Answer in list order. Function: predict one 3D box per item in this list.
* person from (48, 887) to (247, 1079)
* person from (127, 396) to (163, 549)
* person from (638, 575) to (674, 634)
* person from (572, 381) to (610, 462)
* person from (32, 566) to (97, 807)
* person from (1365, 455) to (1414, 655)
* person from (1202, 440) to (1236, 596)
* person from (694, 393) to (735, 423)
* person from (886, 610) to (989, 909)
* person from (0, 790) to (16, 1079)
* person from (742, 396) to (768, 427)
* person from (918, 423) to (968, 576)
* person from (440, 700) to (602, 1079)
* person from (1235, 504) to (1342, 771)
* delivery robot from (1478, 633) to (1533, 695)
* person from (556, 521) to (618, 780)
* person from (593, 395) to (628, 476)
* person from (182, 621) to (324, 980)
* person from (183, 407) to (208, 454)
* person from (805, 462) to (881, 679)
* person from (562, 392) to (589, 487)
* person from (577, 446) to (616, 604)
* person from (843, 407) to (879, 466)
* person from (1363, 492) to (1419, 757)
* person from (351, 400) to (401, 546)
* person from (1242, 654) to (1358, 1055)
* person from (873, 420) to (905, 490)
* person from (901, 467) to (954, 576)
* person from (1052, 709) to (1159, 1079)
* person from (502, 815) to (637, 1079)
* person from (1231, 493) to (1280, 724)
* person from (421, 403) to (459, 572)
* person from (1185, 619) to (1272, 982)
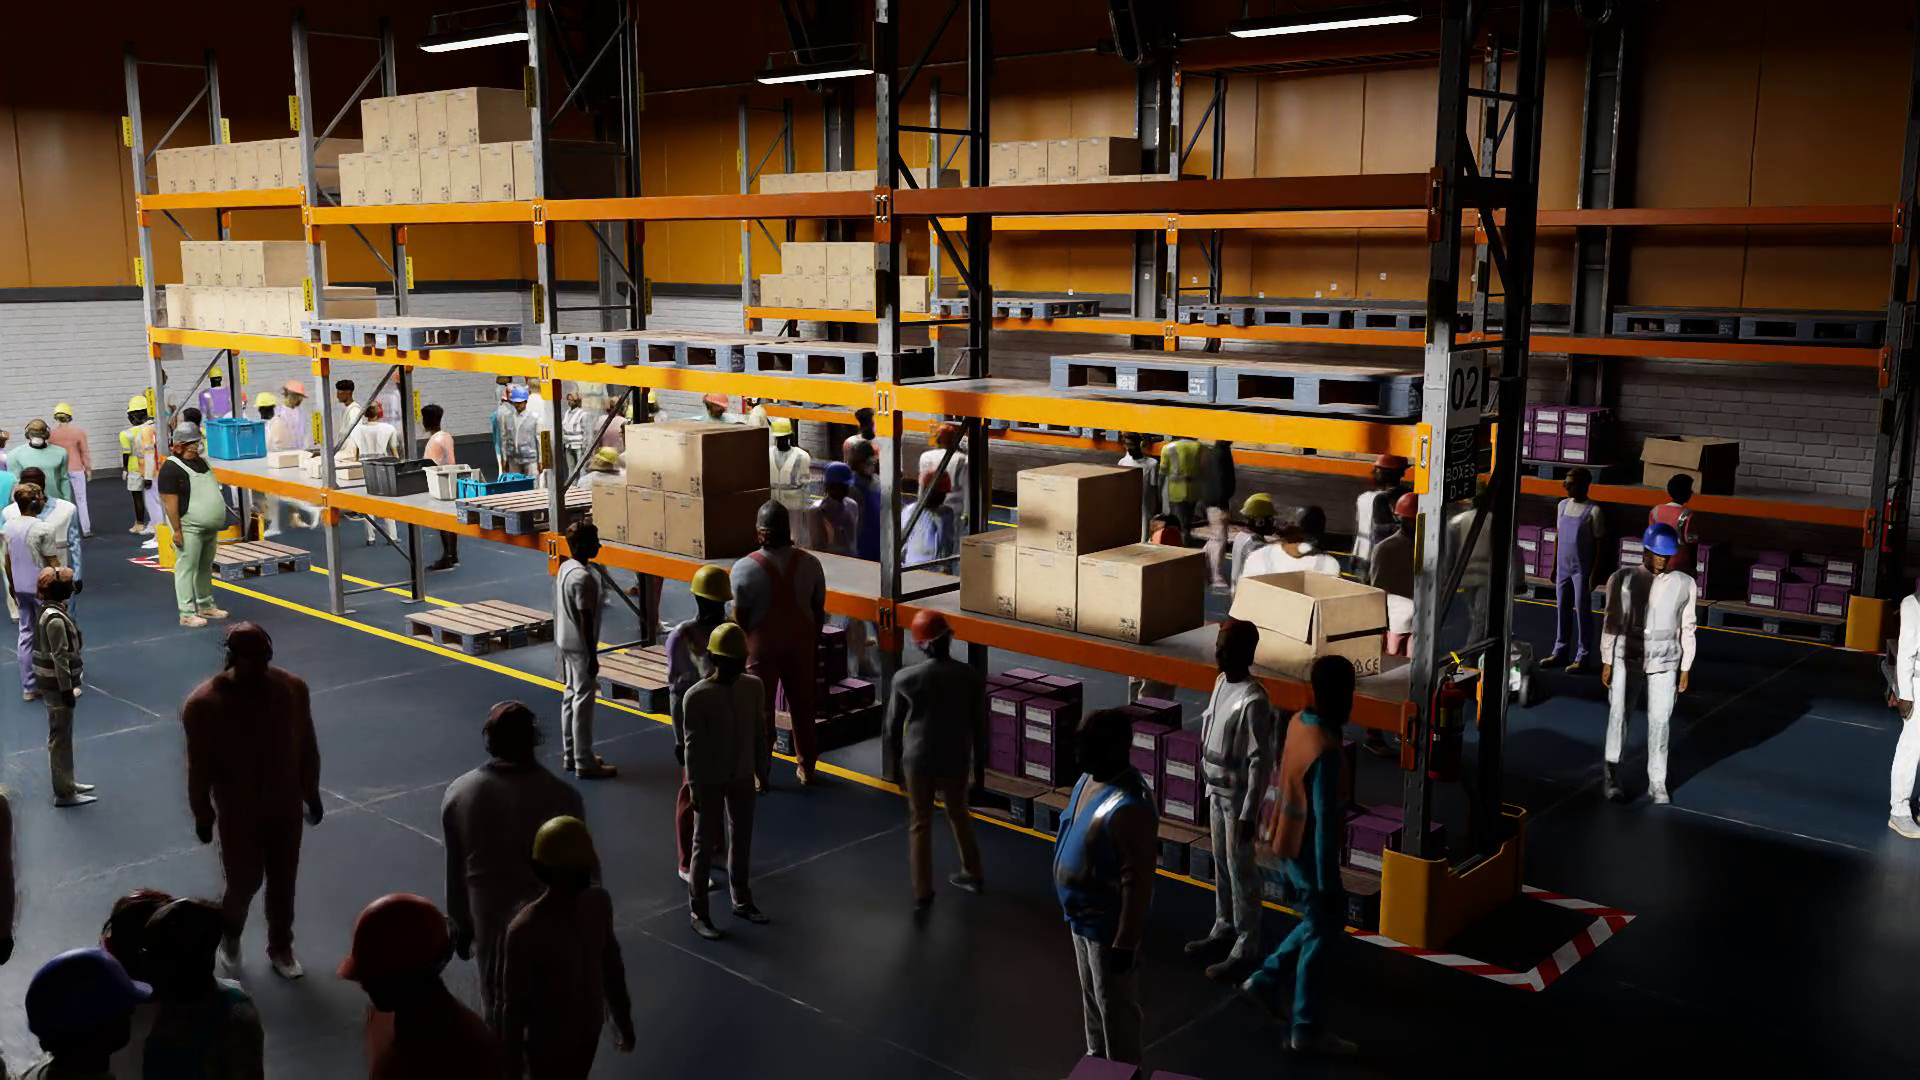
[{"bbox_3d":[-2.524,1.963,5.302,0.583,1.790,0.941,-5,11,-26],"label":"person"},{"bbox_3d":[-10.187,-0.853,20.891,0.399,1.912,0.591,-4,11,-22],"label":"person"},{"bbox_3d":[-3.001,-0.022,16.211,0.408,1.907,0.598,-6,12,-29],"label":"person"},{"bbox_3d":[-6.385,-2.249,28.906,0.609,1.859,1.017,-7,12,-34],"label":"person"},{"bbox_3d":[-6.098,0.987,11.275,0.313,1.634,0.514,-6,12,-32],"label":"person"},{"bbox_3d":[3.744,0.197,14.556,0.361,2.047,0.614,9,14,43],"label":"person"},{"bbox_3d":[2.778,-0.391,18.153,0.586,1.968,0.746,3,10,15],"label":"person"},{"bbox_3d":[-3.090,-0.915,20.954,0.638,2.010,0.491,-8,13,-39],"label":"person"},{"bbox_3d":[-0.146,1.237,9.603,0.565,1.715,0.462,-4,11,-23],"label":"person"},{"bbox_3d":[-4.324,1.633,7.072,0.664,1.831,0.432,3,11,18],"label":"person"},{"bbox_3d":[-2.987,-1.373,24.297,0.357,1.743,0.571,0,10,1],"label":"person"},{"bbox_3d":[-0.163,-0.334,18.060,0.596,1.871,0.597,1,10,5],"label":"person"},{"bbox_3d":[-1.809,1.616,7.014,0.738,1.888,0.410,3,10,15],"label":"person"},{"bbox_3d":[2.310,0.705,11.705,0.727,2.000,0.545,2,10,9],"label":"person"},{"bbox_3d":[4.566,1.010,13.915,0.477,0.478,0.707,5,11,27],"label":"delivery robot"},{"bbox_3d":[-2.690,0.777,11.852,0.344,1.845,0.506,-5,11,-28],"label":"person"},{"bbox_3d":[-4.245,-0.834,20.705,0.627,1.936,0.375,4,11,22],"label":"person"},{"bbox_3d":[-3.602,1.340,8.555,0.428,1.894,0.645,10,14,44],"label":"person"},{"bbox_3d":[-9.937,-0.897,21.741,0.346,1.695,0.545,-1,10,-7],"label":"person"},{"bbox_3d":[-0.995,0.291,14.366,0.834,1.919,0.629,10,14,44],"label":"person"},{"bbox_3d":[-5.676,-1.368,24.550,0.514,1.645,0.307,7,12,34],"label":"person"},{"bbox_3d":[-3.763,-0.126,17.355,0.515,1.704,0.405,-5,11,-28],"label":"person"},{"bbox_3d":[-1.046,-0.606,19.430,0.627,1.933,0.662,-1,10,-6],"label":"person"},{"bbox_3d":[3.301,0.620,12.354,0.615,1.984,0.408,-6,11,-29],"label":"person"},{"bbox_3d":[-7.357,-0.836,20.966,0.565,1.846,0.390,-1,10,-7],"label":"person"},{"bbox_3d":[1.659,1.471,7.791,0.461,1.894,0.632,0,10,2],"label":"person"},{"bbox_3d":[-0.917,-0.915,21.210,0.387,1.924,0.548,9,13,41],"label":"person"},{"bbox_3d":[-0.379,0.243,14.863,0.558,1.871,1.004,-10,14,-43],"label":"person"},{"bbox_3d":[0.609,1.615,7.122,0.429,1.841,0.636,-2,10,-13],"label":"person"},{"bbox_3d":[-1.488,1.835,6.211,0.890,1.724,0.534,5,11,27],"label":"person"},{"bbox_3d":[2.362,0.538,13.230,0.404,1.836,0.590,-1,10,-6],"label":"person"},{"bbox_3d":[-6.062,-0.614,19.376,0.368,1.961,0.612,-1,10,-4],"label":"person"},{"bbox_3d":[1.407,1.330,8.612,0.347,1.884,0.584,-2,10,-11],"label":"person"}]
